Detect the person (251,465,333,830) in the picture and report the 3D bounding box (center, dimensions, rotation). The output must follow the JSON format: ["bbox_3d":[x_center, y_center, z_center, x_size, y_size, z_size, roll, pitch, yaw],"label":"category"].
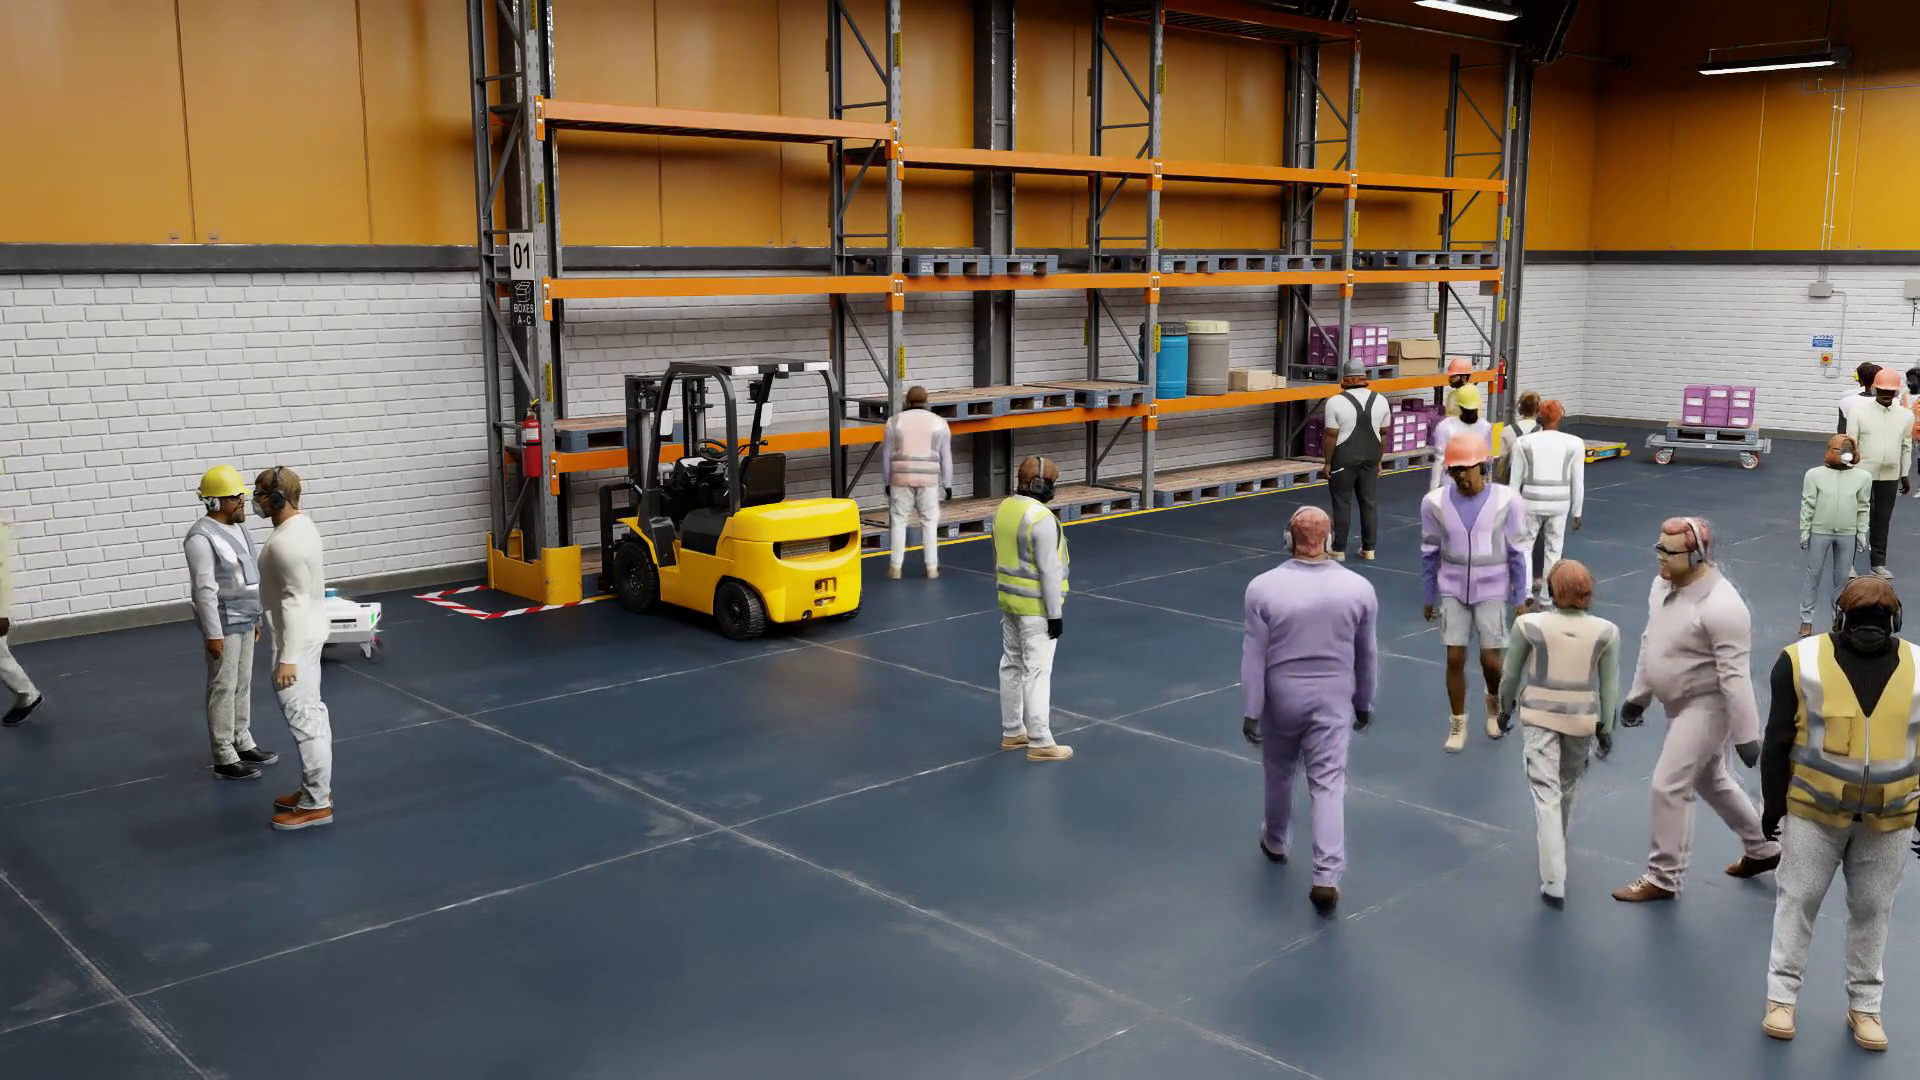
[{"bbox_3d":[-3.553,0.564,8.871,0.356,1.938,0.638,-3,10,-16],"label":"person"}]

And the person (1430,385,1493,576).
[{"bbox_3d":[4.638,-0.492,15.262,0.676,1.865,0.905,-4,10,-20],"label":"person"}]

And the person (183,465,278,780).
[{"bbox_3d":[-4.253,0.473,9.719,0.403,1.833,0.586,0,10,-3],"label":"person"}]

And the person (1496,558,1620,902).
[{"bbox_3d":[2.878,0.881,8.024,0.515,1.592,0.864,1,10,4],"label":"person"}]

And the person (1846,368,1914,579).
[{"bbox_3d":[8.624,-0.619,15.642,0.619,1.990,0.395,1,10,5],"label":"person"}]

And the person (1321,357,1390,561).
[{"bbox_3d":[3.904,-0.812,16.634,0.683,2.000,0.536,-2,10,-13],"label":"person"}]

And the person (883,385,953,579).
[{"bbox_3d":[-0.400,-0.529,15.622,0.683,1.826,0.472,-1,10,-6],"label":"person"}]

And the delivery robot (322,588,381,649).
[{"bbox_3d":[-4.702,0.603,12.416,0.707,0.478,0.477,-2,10,-11],"label":"delivery robot"}]

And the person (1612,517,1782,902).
[{"bbox_3d":[3.562,0.792,7.824,0.882,1.855,0.665,0,10,1],"label":"person"}]

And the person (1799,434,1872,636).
[{"bbox_3d":[6.960,-0.033,13.251,0.500,1.636,0.279,3,10,15],"label":"person"}]

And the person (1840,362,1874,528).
[{"bbox_3d":[10.066,-1.058,18.591,0.517,1.865,0.328,4,10,22],"label":"person"}]

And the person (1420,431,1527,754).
[{"bbox_3d":[3.121,0.316,10.133,0.642,2.006,0.674,5,11,27],"label":"person"}]

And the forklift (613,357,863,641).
[{"bbox_3d":[-1.847,-0.414,13.852,1.214,2.155,2.313,-9,13,-42],"label":"forklift"}]

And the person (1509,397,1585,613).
[{"bbox_3d":[4.895,-0.263,13.907,0.599,1.871,0.623,3,10,18],"label":"person"}]

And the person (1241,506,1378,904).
[{"bbox_3d":[1.672,0.763,7.969,0.662,1.860,1.007,0,10,2],"label":"person"}]

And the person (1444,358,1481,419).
[{"bbox_3d":[5.381,-0.999,18.026,0.356,1.936,0.551,-3,10,-16],"label":"person"}]

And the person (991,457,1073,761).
[{"bbox_3d":[0.442,0.411,10.078,0.430,1.837,0.619,-5,11,-27],"label":"person"}]

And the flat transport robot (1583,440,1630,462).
[{"bbox_3d":[9.408,-1.340,24.899,1.431,0.197,0.652,-9,13,-44],"label":"flat transport robot"}]

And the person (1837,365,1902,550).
[{"bbox_3d":[9.374,-0.848,17.196,0.585,1.920,0.391,5,11,29],"label":"person"}]

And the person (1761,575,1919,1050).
[{"bbox_3d":[3.412,1.038,6.382,0.633,1.841,0.429,3,10,18],"label":"person"}]

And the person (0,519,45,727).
[{"bbox_3d":[-6.141,0.381,10.374,0.595,1.802,0.804,0,10,2],"label":"person"}]

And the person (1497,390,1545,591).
[{"bbox_3d":[5.172,-0.448,15.110,0.548,1.828,0.682,6,11,30],"label":"person"}]

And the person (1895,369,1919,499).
[{"bbox_3d":[11.795,-1.295,20.614,0.895,1.640,0.544,-7,12,-35],"label":"person"}]
